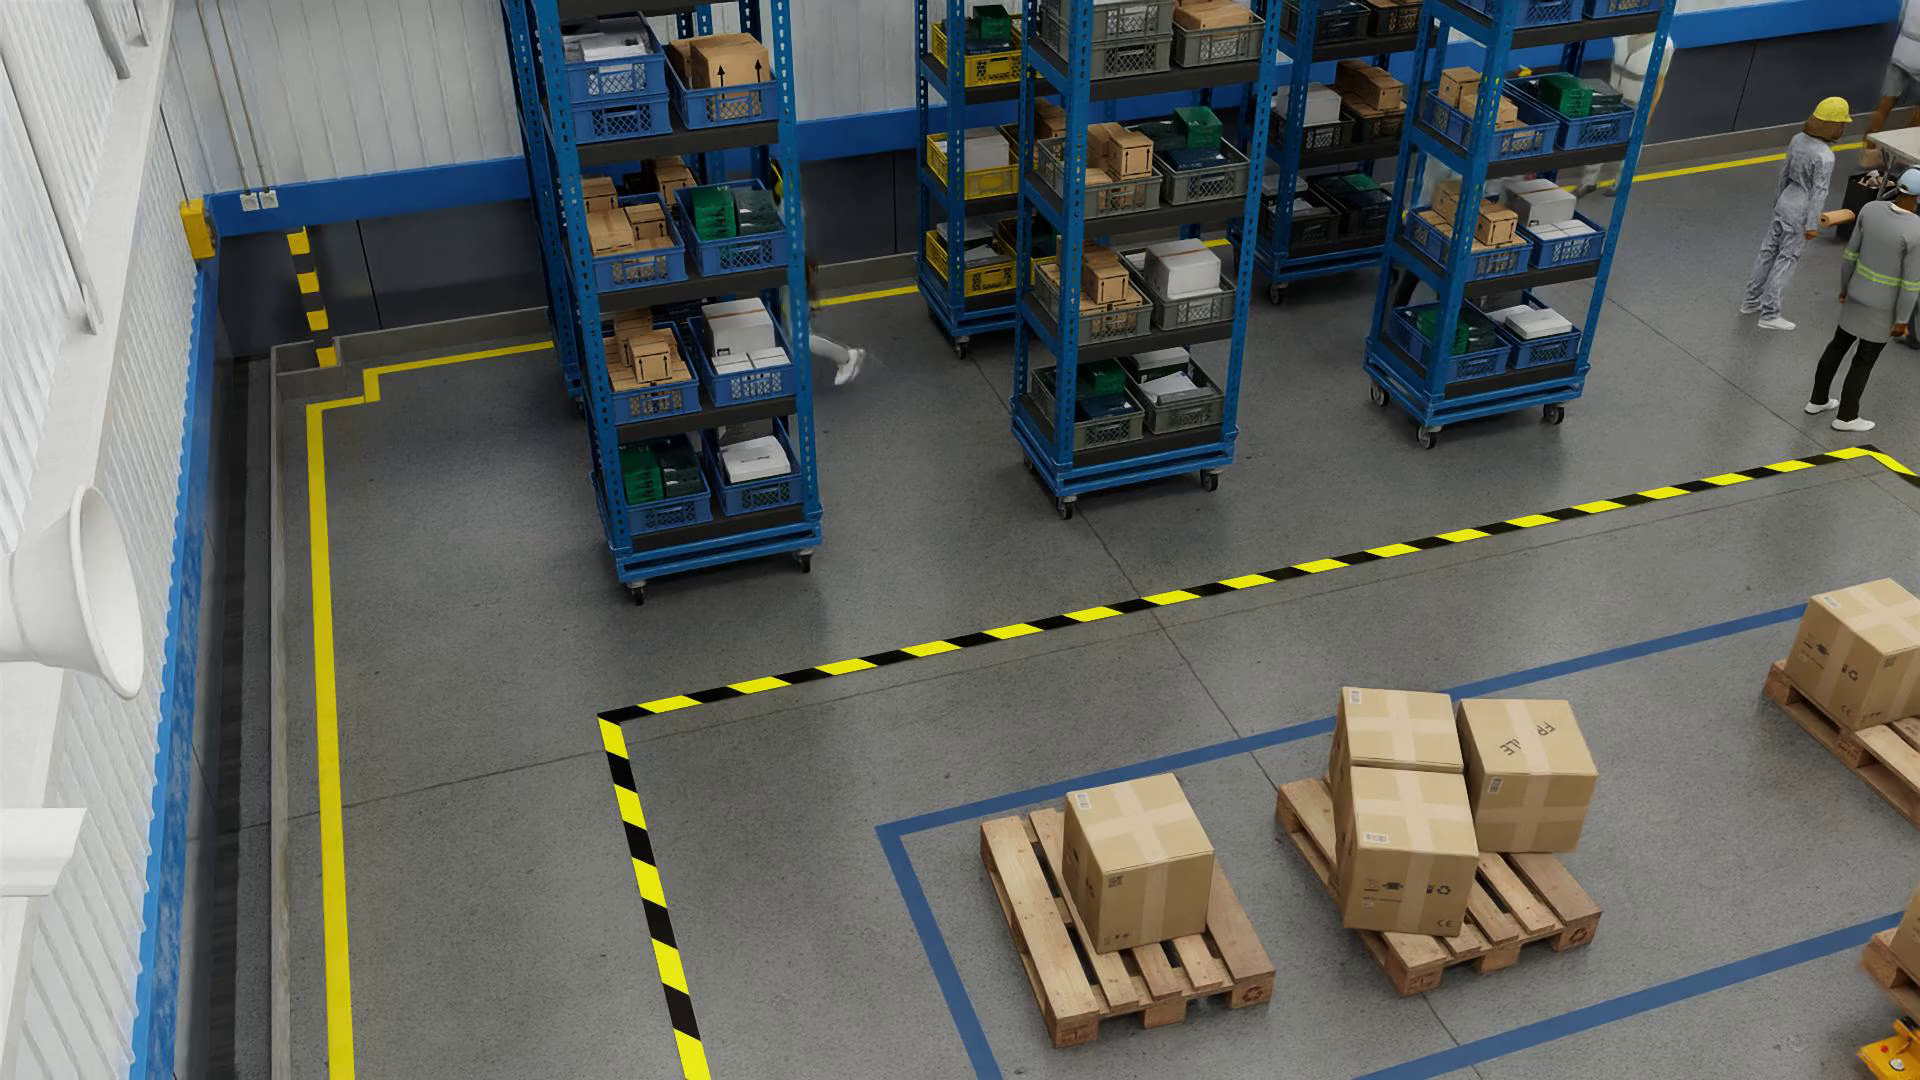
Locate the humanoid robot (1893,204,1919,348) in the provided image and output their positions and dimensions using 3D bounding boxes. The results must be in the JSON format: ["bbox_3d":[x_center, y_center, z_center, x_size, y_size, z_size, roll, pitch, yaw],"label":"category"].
[{"bbox_3d":[7.019,-2.232,12.033,0.590,1.645,0.607,-12,37,-17],"label":"humanoid robot"}]

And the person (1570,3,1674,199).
[{"bbox_3d":[5.612,-3.692,13.969,0.705,1.787,0.599,-26,43,-32],"label":"person"}]

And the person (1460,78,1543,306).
[{"bbox_3d":[3.966,-2.503,12.222,0.987,1.869,0.616,-24,42,-30],"label":"person"}]

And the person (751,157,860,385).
[{"bbox_3d":[-1.128,-1.740,11.174,0.793,1.831,0.571,-25,42,-31],"label":"person"}]

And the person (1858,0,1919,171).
[{"bbox_3d":[8.400,-4.190,14.472,0.698,2.024,0.629,-10,36,-14],"label":"person"}]

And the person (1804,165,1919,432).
[{"bbox_3d":[6.023,-1.583,10.926,0.367,1.852,0.593,-11,37,-16],"label":"person"}]

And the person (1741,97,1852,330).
[{"bbox_3d":[6.140,-2.395,12.172,0.306,1.741,0.493,-4,35,-6],"label":"person"}]

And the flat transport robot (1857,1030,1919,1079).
[{"bbox_3d":[4.592,2.167,6.959,1.431,0.197,0.652,-11,37,-15],"label":"flat transport robot"}]

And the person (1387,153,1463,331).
[{"bbox_3d":[3.494,-2.231,11.856,0.804,1.835,0.533,-9,36,-12],"label":"person"}]
